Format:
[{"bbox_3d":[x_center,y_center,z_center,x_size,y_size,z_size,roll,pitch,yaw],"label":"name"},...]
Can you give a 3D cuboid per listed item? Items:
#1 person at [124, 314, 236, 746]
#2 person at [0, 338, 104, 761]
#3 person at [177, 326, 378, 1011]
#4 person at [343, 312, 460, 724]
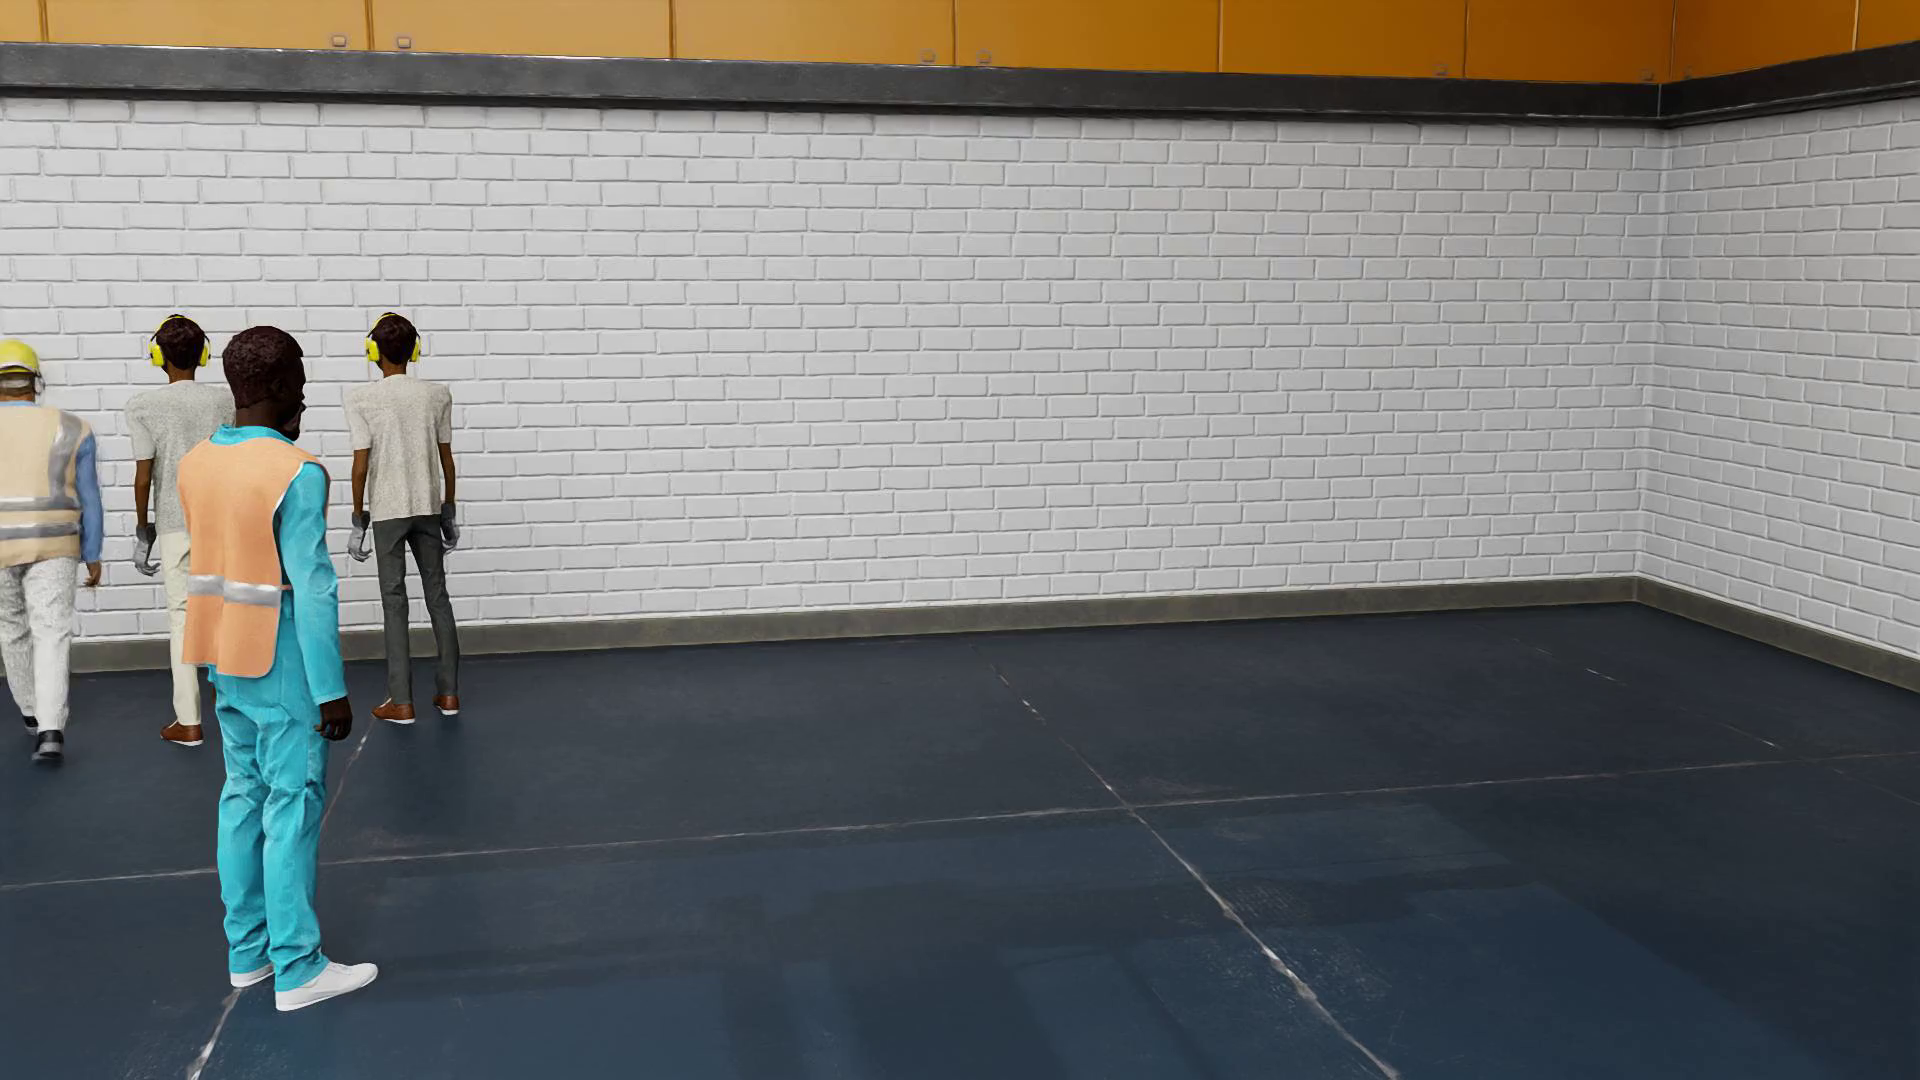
[{"bbox_3d":[-3.335,-0.041,7.249,0.509,1.872,0.328,-8,12,-41],"label":"person"},{"bbox_3d":[-3.988,0.030,7.091,0.606,1.785,0.939,-4,10,-22],"label":"person"},{"bbox_3d":[-1.947,0.362,4.677,0.587,1.911,0.397,7,11,35],"label":"person"},{"bbox_3d":[-2.542,-0.097,7.585,0.513,1.872,0.331,-8,12,-39],"label":"person"}]
